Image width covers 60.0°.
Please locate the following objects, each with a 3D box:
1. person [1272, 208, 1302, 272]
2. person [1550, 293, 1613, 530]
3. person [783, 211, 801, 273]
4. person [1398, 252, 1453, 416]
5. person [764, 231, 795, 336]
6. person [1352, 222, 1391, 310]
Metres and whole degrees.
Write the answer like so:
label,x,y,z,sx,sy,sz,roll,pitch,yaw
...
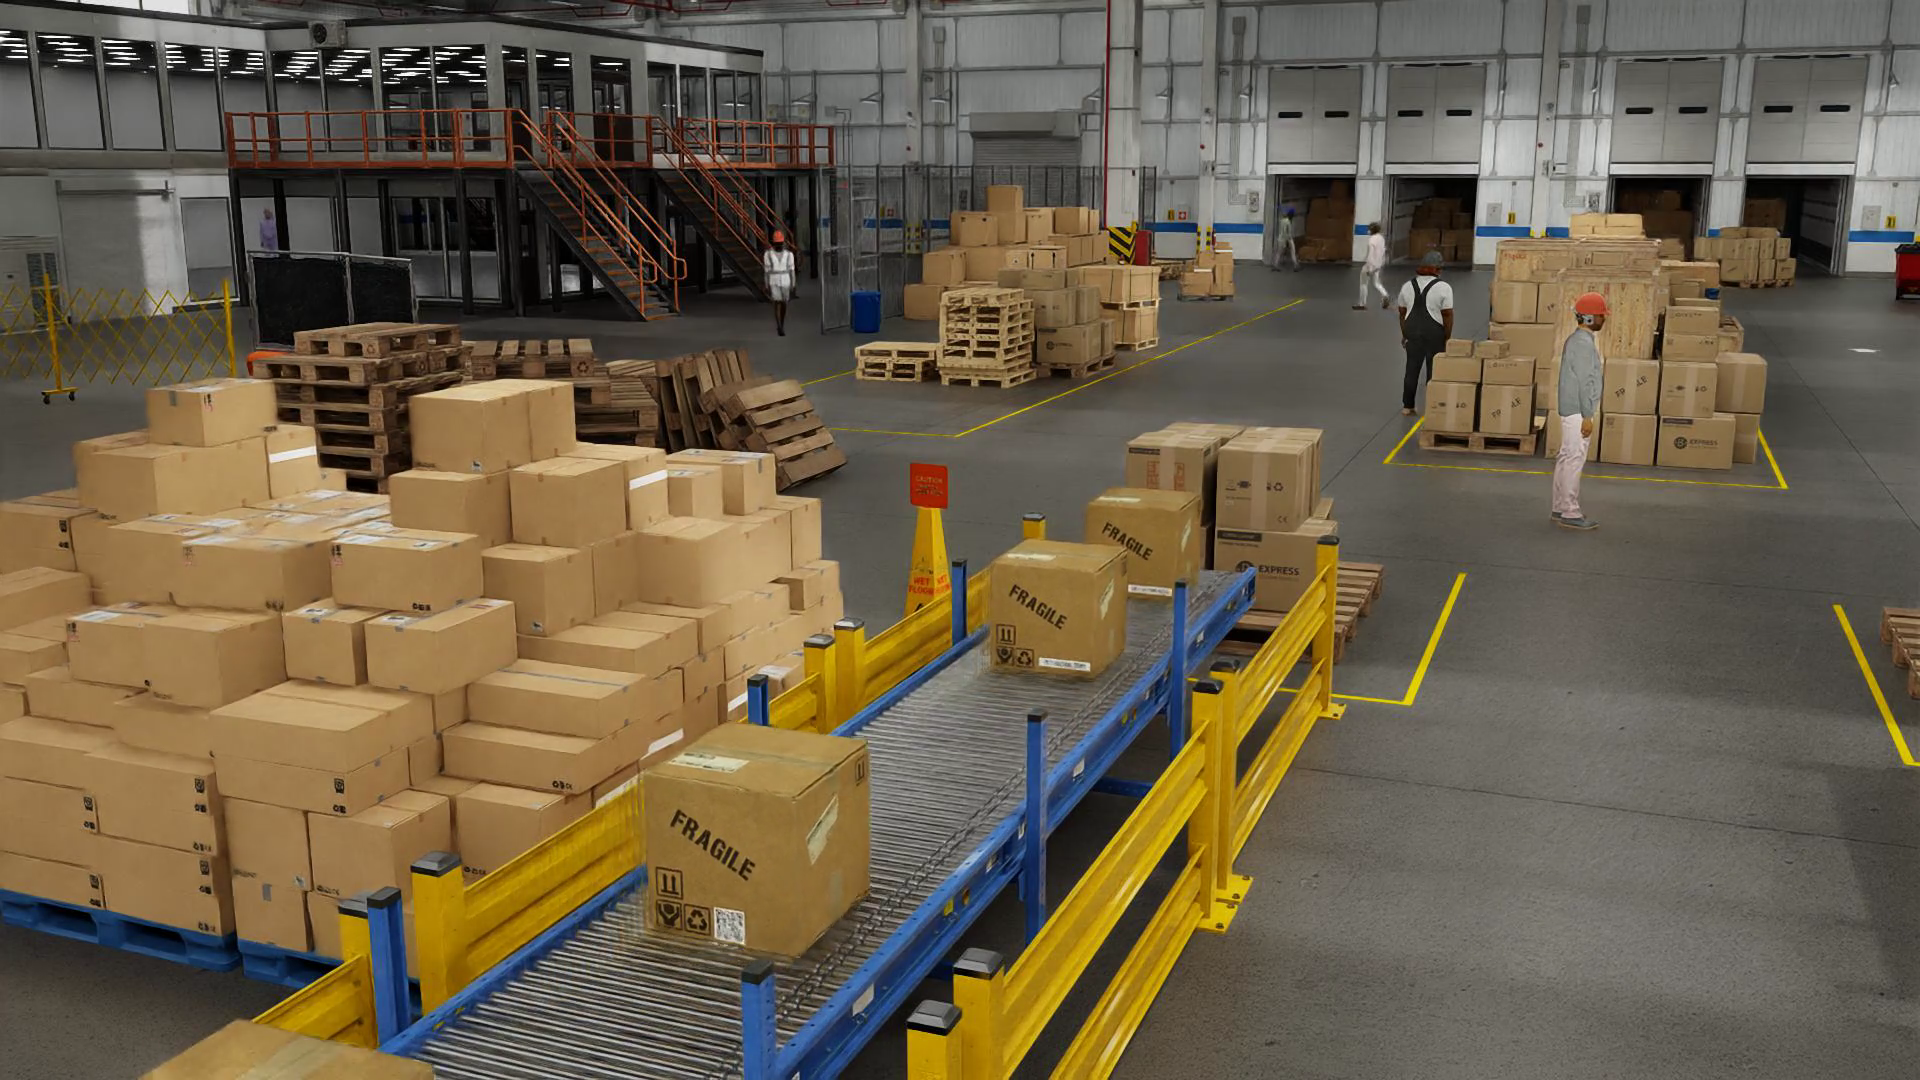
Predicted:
label,x,y,z,sx,sy,sz,roll,pitch,yaw
person,9.728,-8.915,49.433,0.586,1.892,1.026,-11,17,-40
person,5.251,-1.090,14.077,0.381,1.994,0.621,2,13,7
person,-5.076,-8.781,49.000,0.915,1.798,0.645,6,14,24
person,5.752,-2.527,20.420,0.688,2.000,0.536,11,17,41
person,-3.324,-4.732,30.619,0.554,1.905,0.906,-3,13,-13
person,8.878,-5.877,35.765,0.779,1.900,0.647,11,17,41
